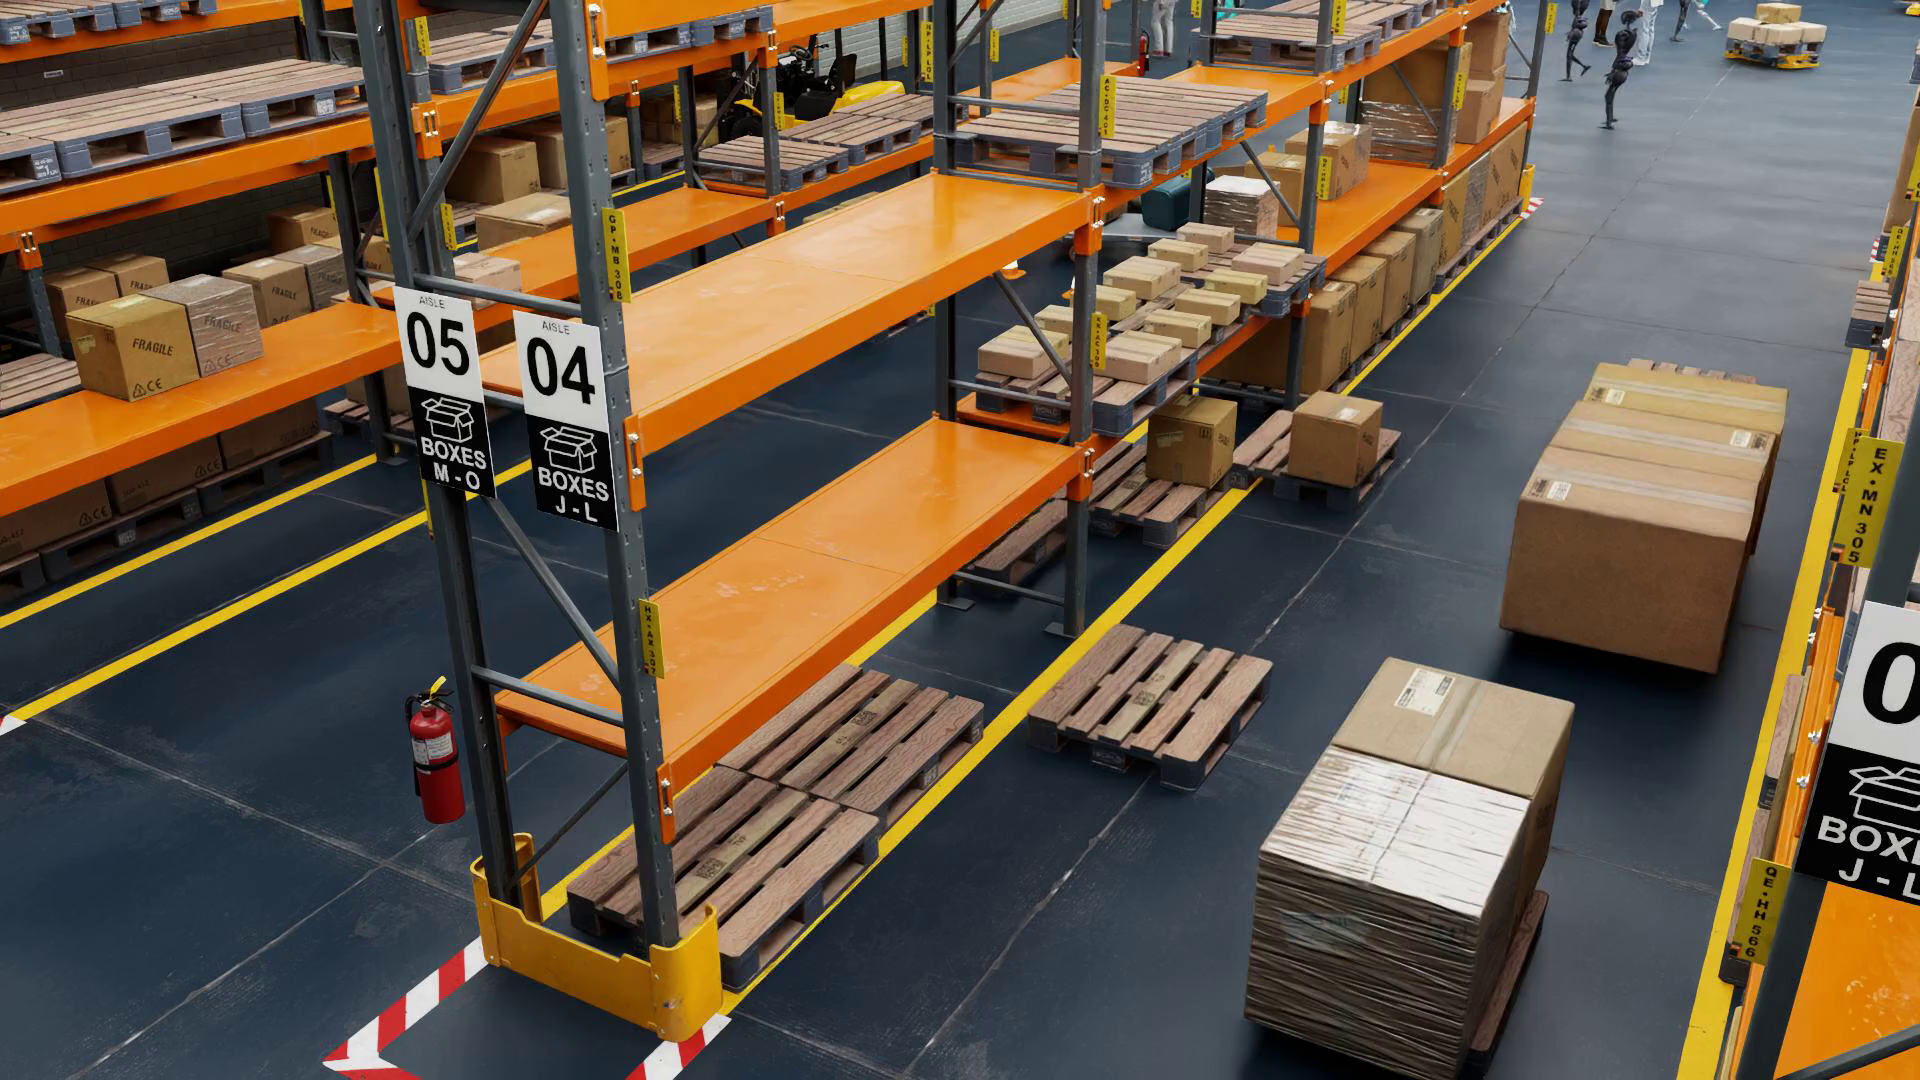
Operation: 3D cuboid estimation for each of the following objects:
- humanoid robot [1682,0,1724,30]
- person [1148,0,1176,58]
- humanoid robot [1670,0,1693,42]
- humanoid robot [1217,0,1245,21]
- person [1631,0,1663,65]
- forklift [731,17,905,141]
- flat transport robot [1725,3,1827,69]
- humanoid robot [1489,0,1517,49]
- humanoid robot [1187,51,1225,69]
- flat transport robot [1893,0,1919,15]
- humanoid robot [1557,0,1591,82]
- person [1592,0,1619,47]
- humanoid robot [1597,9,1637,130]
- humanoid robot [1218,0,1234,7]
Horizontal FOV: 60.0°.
[{"bbox_3d":[14.162,-10.560,31.677,1.076,1.781,0.544,3,26,6],"label":"humanoid robot"},{"bbox_3d":[3.573,-9.400,28.990,0.481,1.903,0.648,19,32,34],"label":"person"},{"bbox_3d":[13.362,-10.025,30.548,0.307,1.650,0.613,9,27,18],"label":"humanoid robot"},{"bbox_3d":[4.676,-9.409,29.220,0.809,1.795,0.582,-14,29,-27],"label":"humanoid robot"},{"bbox_3d":[11.737,-9.084,28.319,0.393,1.919,0.589,21,33,37],"label":"person"},{"bbox_3d":[-1.819,-5.975,21.543,2.313,2.155,1.214,14,29,26],"label":"forklift"},{"bbox_3d":[13.942,-8.313,28.616,0.659,0.231,1.431,-11,28,-22],"label":"flat transport robot"},{"bbox_3d":[9.259,-8.961,28.280,0.553,1.794,0.738,-16,30,-31],"label":"humanoid robot"},{"bbox_3d":[3.366,-6.340,22.950,0.615,1.634,0.763,15,29,28],"label":"humanoid robot"},{"bbox_3d":[19.740,-10.890,33.969,0.659,0.231,1.431,15,29,28],"label":"flat transport robot"},{"bbox_3d":[10.039,-8.258,26.888,0.480,1.646,0.600,12,28,23],"label":"humanoid robot"},{"bbox_3d":[11.760,-9.938,30.039,0.368,1.965,0.605,1,26,2],"label":"person"},{"bbox_3d":[9.340,-6.674,23.591,0.338,1.648,0.589,13,29,26],"label":"humanoid robot"},{"bbox_3d":[5.589,-11.863,34.368,0.885,1.828,0.550,-6,26,-13],"label":"humanoid robot"}]
